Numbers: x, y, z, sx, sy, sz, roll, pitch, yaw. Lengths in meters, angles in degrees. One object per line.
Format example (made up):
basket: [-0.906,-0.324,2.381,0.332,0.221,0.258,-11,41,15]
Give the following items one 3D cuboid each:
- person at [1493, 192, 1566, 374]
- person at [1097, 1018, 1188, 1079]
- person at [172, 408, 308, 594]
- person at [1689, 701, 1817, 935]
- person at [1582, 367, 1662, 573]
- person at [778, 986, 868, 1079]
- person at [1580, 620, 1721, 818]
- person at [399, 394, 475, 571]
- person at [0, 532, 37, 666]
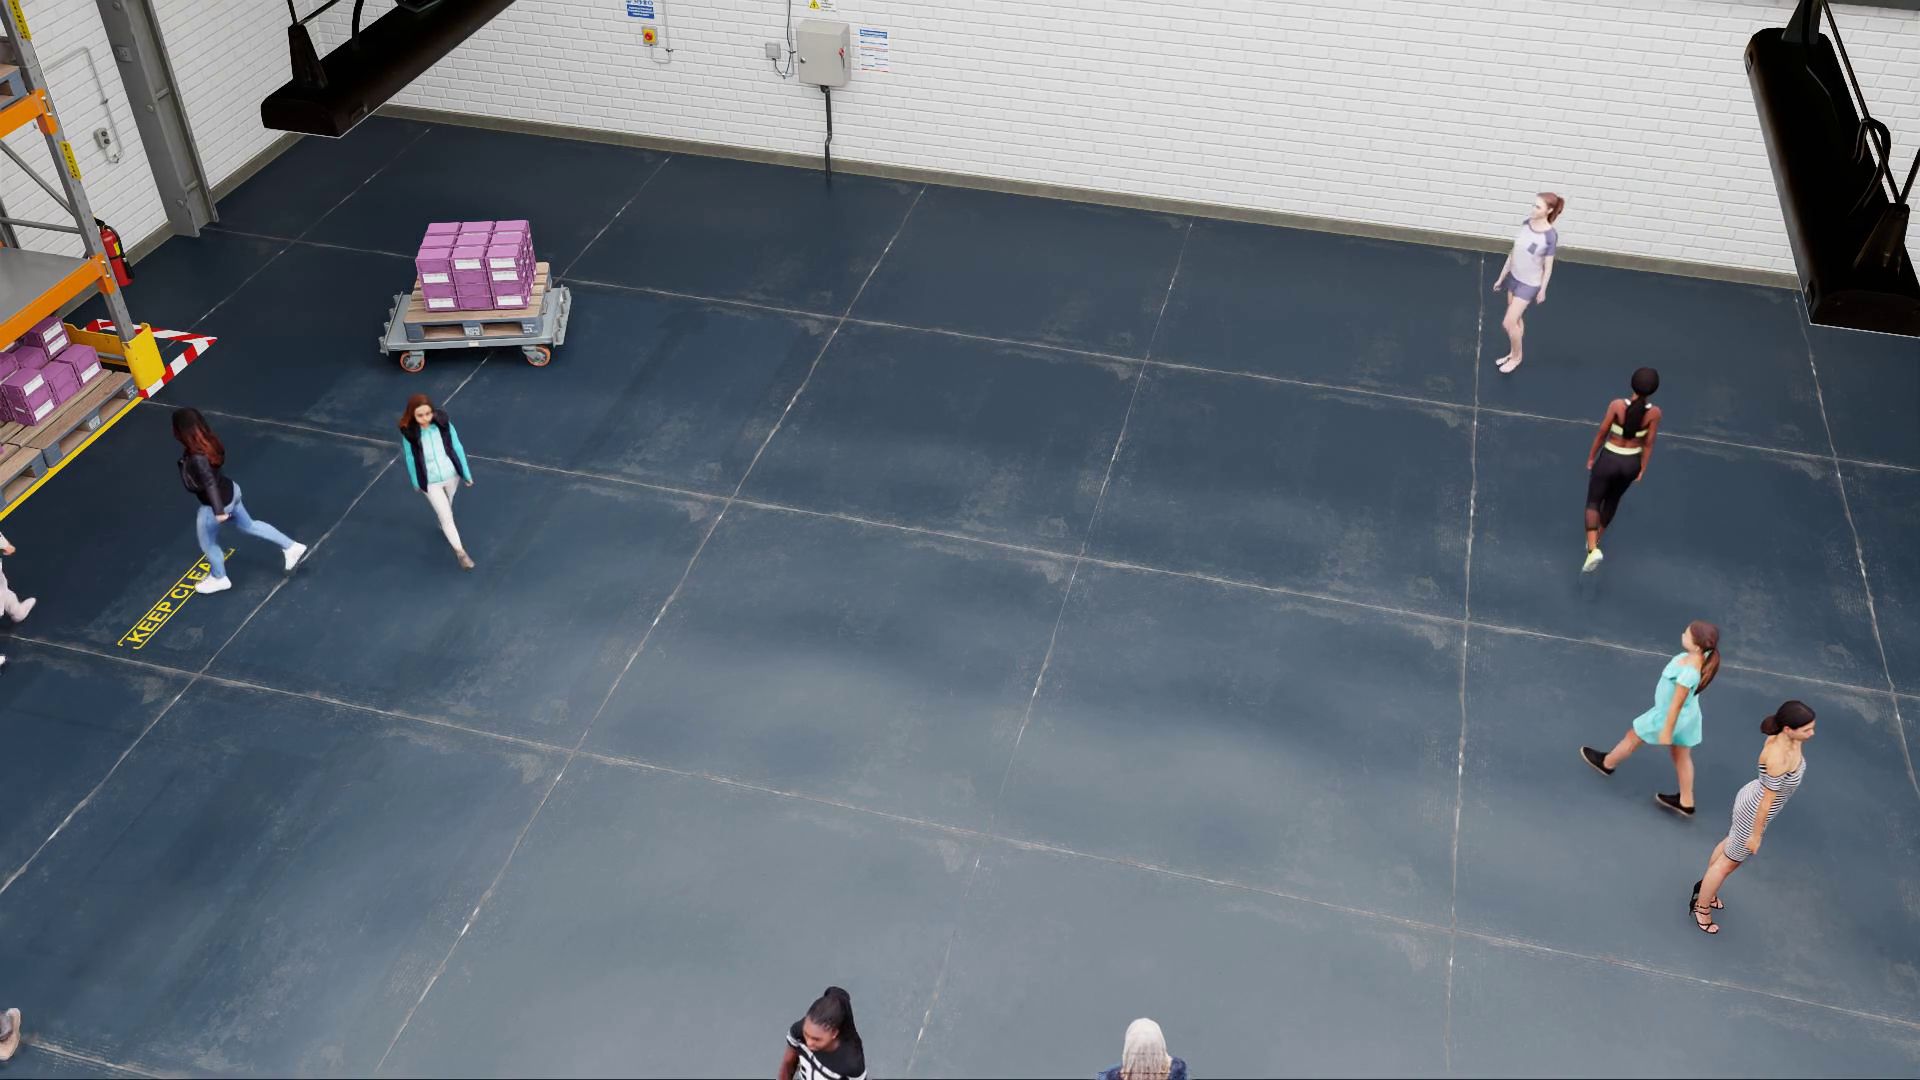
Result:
person: [5.142,-2.329,14.919,0.776,1.753,0.716,-11,40,-14]
person: [0.898,3.034,8.255,0.785,1.688,0.843,-12,40,-15]
person: [-5.487,-0.306,12.506,1.026,1.602,1.127,-7,39,-9]
person: [4.714,1.633,9.902,0.723,1.822,0.568,22,43,25]
person: [4.994,-0.510,12.655,0.579,1.734,0.961,11,40,13]
person: [-0.596,2.826,8.505,0.918,1.702,1.120,30,47,32]
person: [4.674,1.167,10.729,1.047,1.517,0.971,-31,48,-32]
person: [-4.061,-0.531,12.902,0.991,1.460,1.012,-24,44,-27]
person: [-7.089,0.167,11.869,0.672,1.657,1.076,7,39,9]
